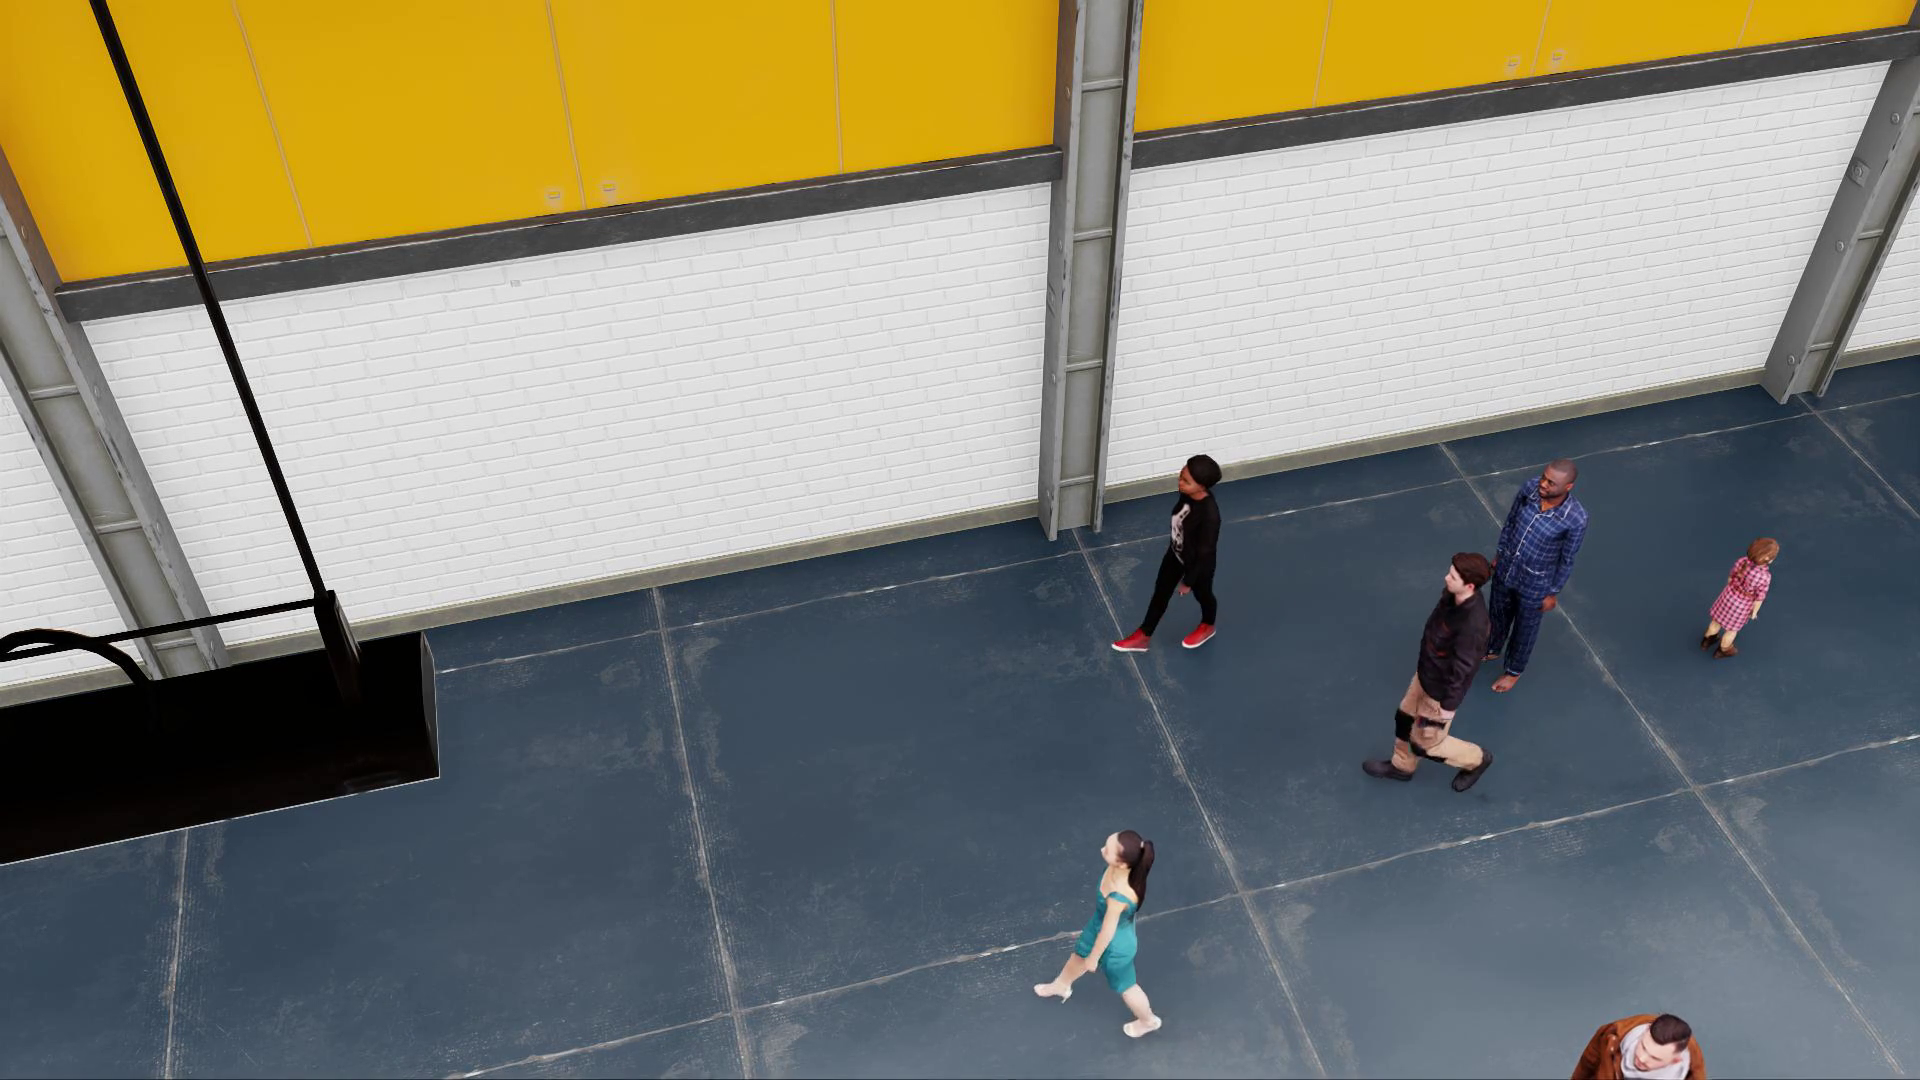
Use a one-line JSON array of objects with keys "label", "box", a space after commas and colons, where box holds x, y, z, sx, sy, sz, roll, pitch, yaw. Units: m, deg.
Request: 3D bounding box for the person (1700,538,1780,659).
[{"label": "person", "box": [5.060, 0.370, 10.791, 0.506, 1.021, 0.477, -25, 49, -24]}]

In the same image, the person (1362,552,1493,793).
[{"label": "person", "box": [2.876, 0.824, 9.669, 1.043, 1.910, 0.855, 0, 44, 0]}]

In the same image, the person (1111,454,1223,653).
[{"label": "person", "box": [1.554, 0.097, 10.624, 1.021, 1.645, 0.708, -18, 46, -18]}]

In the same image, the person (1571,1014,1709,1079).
[{"label": "person", "box": [3.048, 2.717, 7.736, 0.843, 1.836, 0.874, 33, 53, 30]}]

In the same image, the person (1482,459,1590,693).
[{"label": "person", "box": [3.551, 0.200, 10.387, 0.724, 1.824, 0.752, -24, 49, -23]}]

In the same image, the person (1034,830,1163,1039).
[{"label": "person", "box": [0.860, 2.067, 8.556, 1.035, 1.645, 0.855, 9, 44, 9]}]
